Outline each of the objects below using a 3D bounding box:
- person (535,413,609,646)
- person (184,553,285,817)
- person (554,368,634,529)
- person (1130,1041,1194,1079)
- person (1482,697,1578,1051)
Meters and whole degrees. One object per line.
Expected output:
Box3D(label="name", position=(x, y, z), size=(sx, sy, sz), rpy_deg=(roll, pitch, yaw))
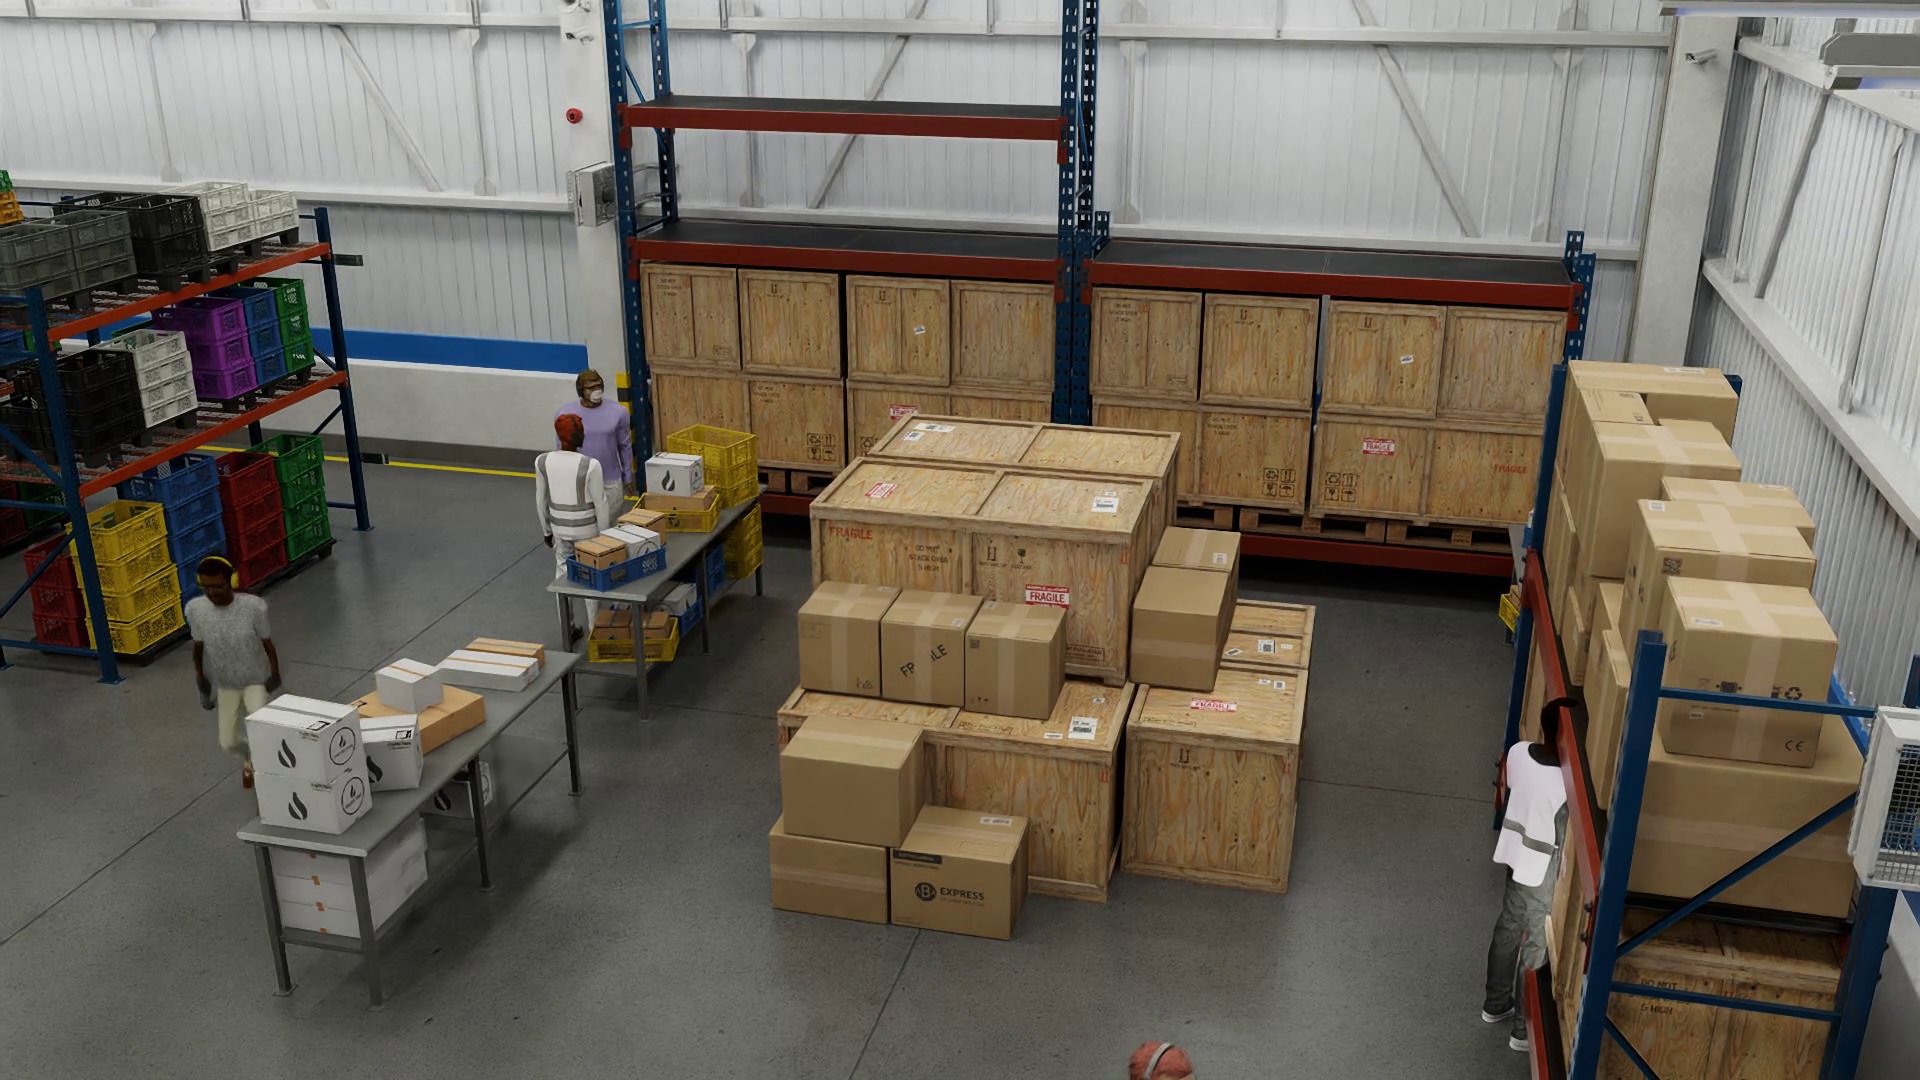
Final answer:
Box3D(label="person", position=(-2.985, -0.065, 12.937), size=(0.585, 1.879, 0.337), rpy_deg=(6, 22, 15))
Box3D(label="person", position=(-4.539, 0.887, 10.516), size=(0.527, 1.842, 0.592), rpy_deg=(-3, 21, -9))
Box3D(label="person", position=(-3.057, -0.500, 13.997), size=(0.635, 1.939, 0.360), rpy_deg=(-6, 22, -15))
Box3D(label="person", position=(0.669, 2.595, 5.965), size=(0.395, 1.900, 0.647), rpy_deg=(16, 26, 36))
Box3D(label="person", position=(2.901, 1.667, 8.354), size=(0.391, 1.920, 0.593), rpy_deg=(-5, 22, -14))
